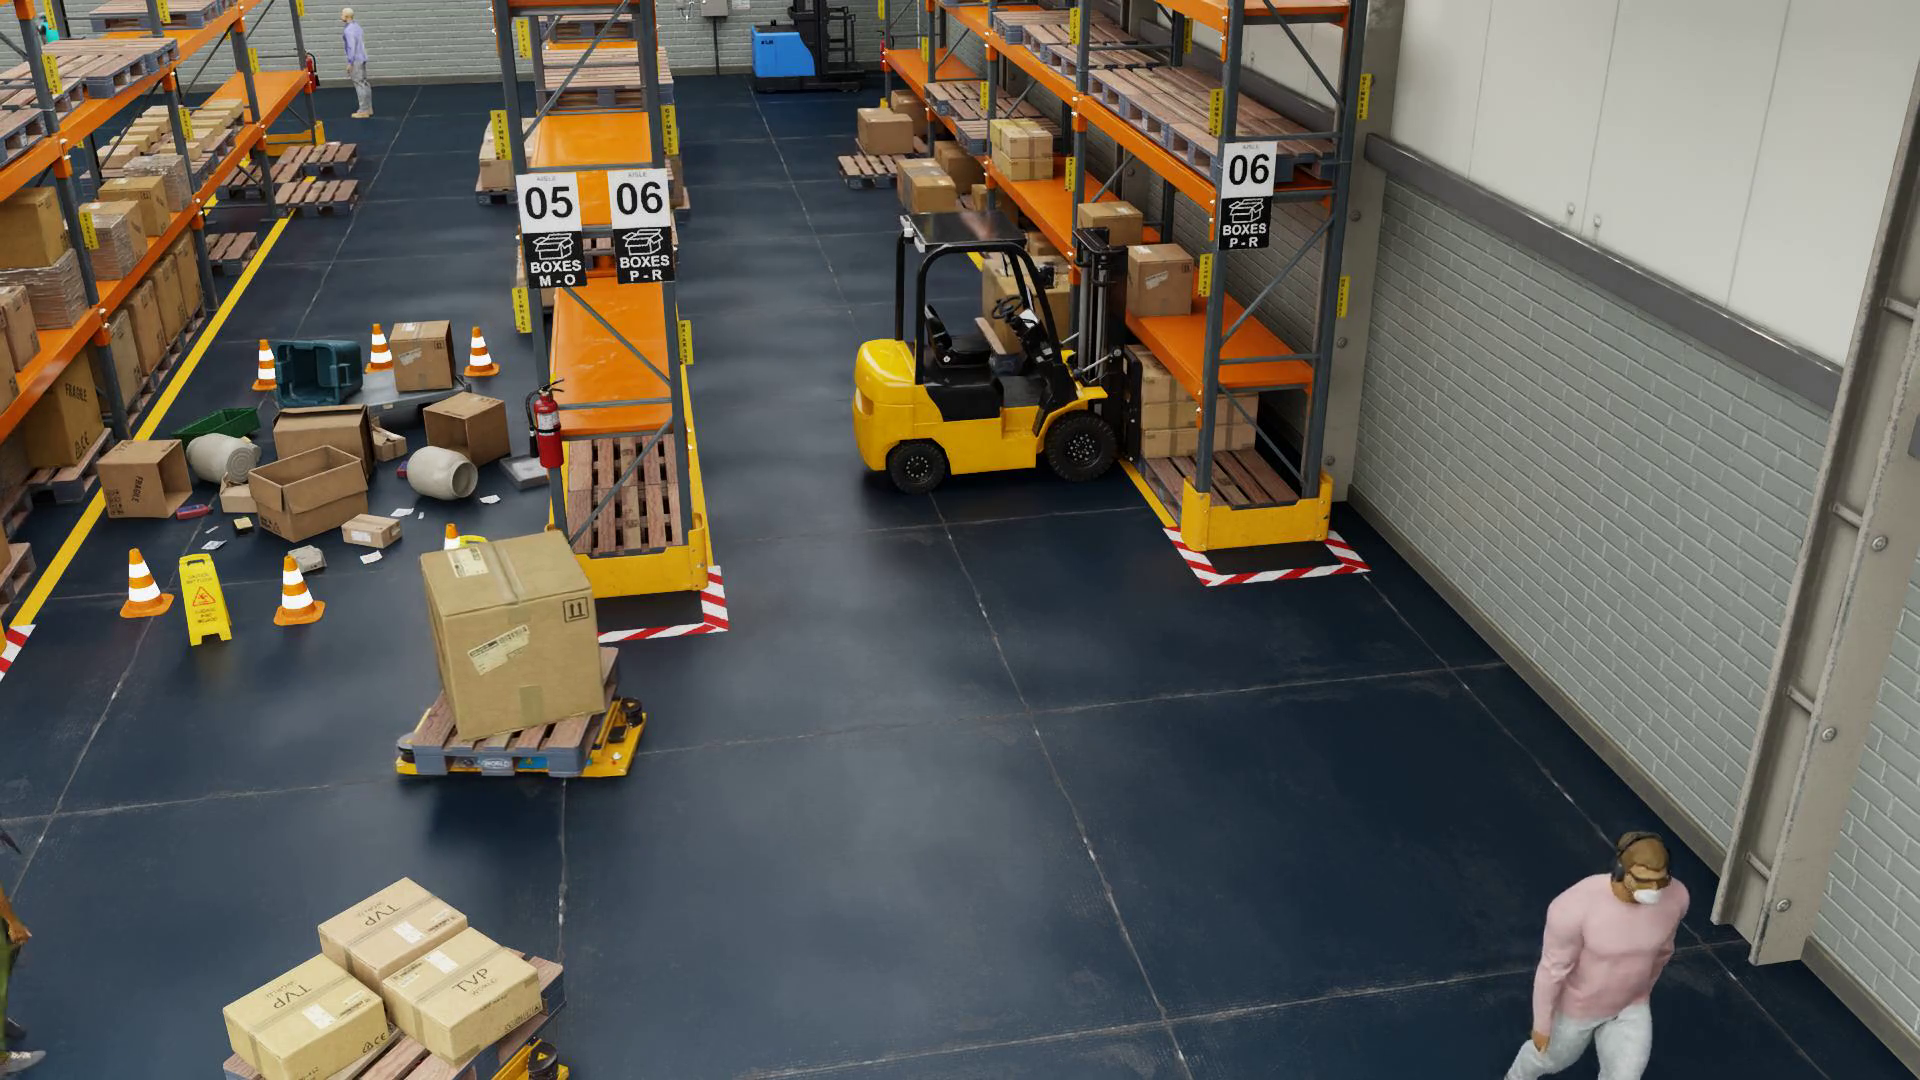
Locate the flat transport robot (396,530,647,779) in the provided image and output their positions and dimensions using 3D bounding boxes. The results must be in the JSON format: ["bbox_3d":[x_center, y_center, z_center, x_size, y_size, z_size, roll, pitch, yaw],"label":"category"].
[{"bbox_3d":[-2.765,1.242,10.543,1.431,0.231,0.659,1,26,1],"label":"flat transport robot"}]

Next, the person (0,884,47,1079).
[{"bbox_3d":[-4.620,1.756,7.828,0.579,1.685,0.502,16,30,30],"label":"person"}]

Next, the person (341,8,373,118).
[{"bbox_3d":[-10.230,-8.097,28.227,0.395,1.799,0.585,1,26,2],"label":"person"}]

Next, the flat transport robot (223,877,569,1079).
[{"bbox_3d":[-2.656,2.501,7.920,1.431,0.231,0.659,11,28,22],"label":"flat transport robot"}]

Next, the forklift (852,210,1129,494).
[{"bbox_3d":[0.216,-1.659,14.366,2.313,2.155,1.214,-5,26,-10],"label":"forklift"}]

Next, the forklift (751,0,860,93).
[{"bbox_3d":[-2.872,-9.679,30.288,1.873,2.768,1.129,-5,26,-10],"label":"forklift"}]

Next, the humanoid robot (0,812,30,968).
[{"bbox_3d":[-5.057,1.534,8.301,0.324,1.657,0.588,14,29,26],"label":"humanoid robot"}]

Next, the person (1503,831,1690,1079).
[{"bbox_3d":[2.727,1.970,7.156,0.633,1.898,0.966,-4,26,-8],"label":"person"}]

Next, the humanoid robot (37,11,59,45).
[{"bbox_3d":[-14.986,-8.036,28.048,0.742,1.686,0.535,2,26,4],"label":"humanoid robot"}]
